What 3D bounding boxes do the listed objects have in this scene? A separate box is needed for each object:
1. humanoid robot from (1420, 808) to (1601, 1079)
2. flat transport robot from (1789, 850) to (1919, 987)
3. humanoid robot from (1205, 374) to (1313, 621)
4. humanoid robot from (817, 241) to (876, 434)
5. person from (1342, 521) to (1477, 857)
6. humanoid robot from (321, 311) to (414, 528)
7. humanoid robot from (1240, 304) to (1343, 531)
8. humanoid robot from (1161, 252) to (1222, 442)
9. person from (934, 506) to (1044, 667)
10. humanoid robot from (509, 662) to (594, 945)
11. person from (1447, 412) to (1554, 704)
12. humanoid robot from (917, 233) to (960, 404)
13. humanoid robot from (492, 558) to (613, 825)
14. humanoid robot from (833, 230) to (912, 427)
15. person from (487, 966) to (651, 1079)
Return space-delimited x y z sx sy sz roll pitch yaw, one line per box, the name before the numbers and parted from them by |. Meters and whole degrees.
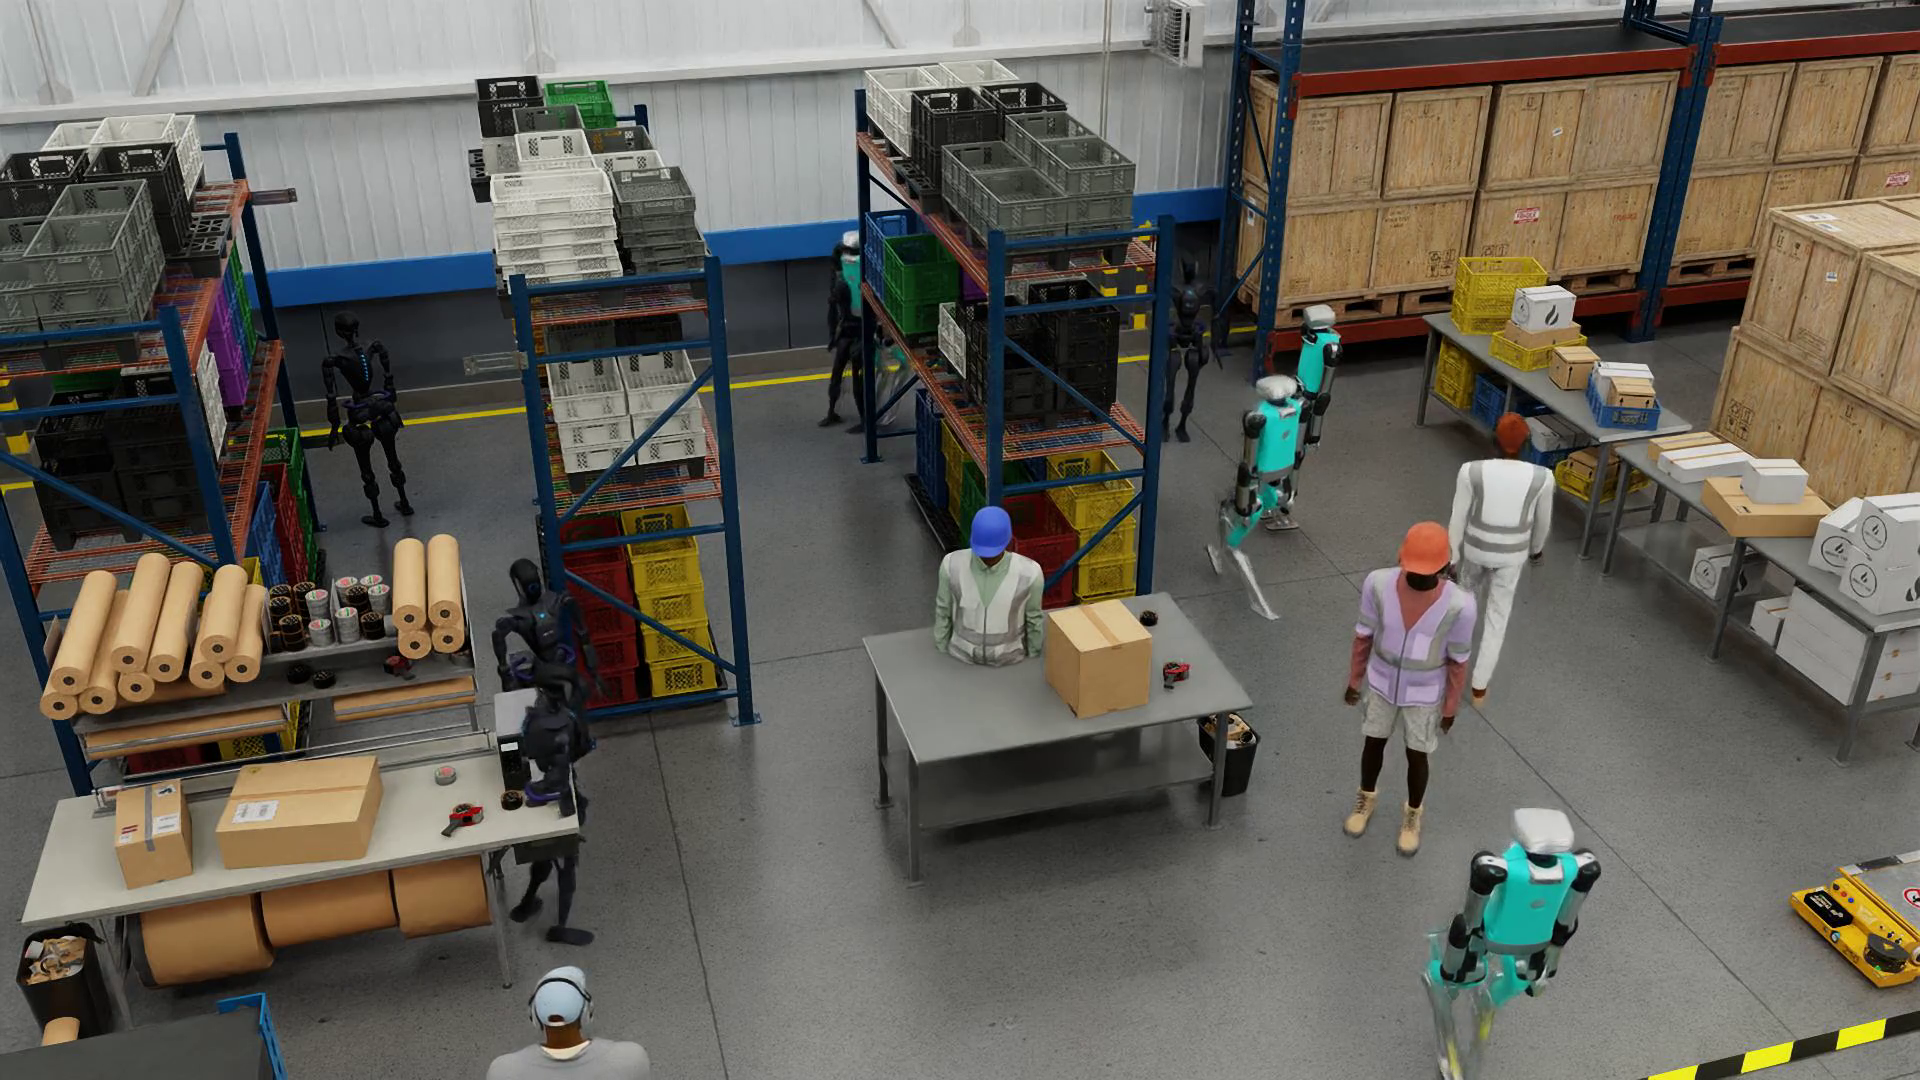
humanoid robot | 2.340 1.838 7.409 0.544 1.881 0.762 -2 29 -4
flat transport robot | 5.163 1.916 8.676 1.431 0.231 0.659 -8 30 -14
humanoid robot | 1.917 -0.392 11.390 0.531 1.778 1.004 -17 33 -28
humanoid robot | -0.927 -1.656 13.712 0.407 1.653 0.609 -21 35 -33
person | 2.370 0.795 8.887 0.607 2.033 0.395 17 33 27
humanoid robot | -4.406 -0.903 12.326 0.315 1.657 0.599 23 36 35
humanoid robot | 2.339 -0.873 12.120 0.742 1.693 0.532 -5 29 -10
humanoid robot | 1.842 -1.569 13.560 0.592 1.645 0.369 -3 29 -5
person | 0.155 0.660 9.229 0.603 1.938 0.399 4 29 7
humanoid robot | -2.080 1.315 8.307 0.465 1.636 0.604 -13 32 -23
person | 3.370 0.039 10.467 0.583 1.830 0.992 10 30 17
humanoid robot | -0.088 -1.654 13.619 0.677 1.785 0.547 -6 29 -10
humanoid robot | -2.270 0.807 9.258 0.608 1.642 0.496 -23 36 -36
humanoid robot | -0.644 -1.753 13.825 0.547 1.794 0.698 22 36 34
person | -1.413 2.334 6.271 0.597 1.850 0.396 -5 29 -9
